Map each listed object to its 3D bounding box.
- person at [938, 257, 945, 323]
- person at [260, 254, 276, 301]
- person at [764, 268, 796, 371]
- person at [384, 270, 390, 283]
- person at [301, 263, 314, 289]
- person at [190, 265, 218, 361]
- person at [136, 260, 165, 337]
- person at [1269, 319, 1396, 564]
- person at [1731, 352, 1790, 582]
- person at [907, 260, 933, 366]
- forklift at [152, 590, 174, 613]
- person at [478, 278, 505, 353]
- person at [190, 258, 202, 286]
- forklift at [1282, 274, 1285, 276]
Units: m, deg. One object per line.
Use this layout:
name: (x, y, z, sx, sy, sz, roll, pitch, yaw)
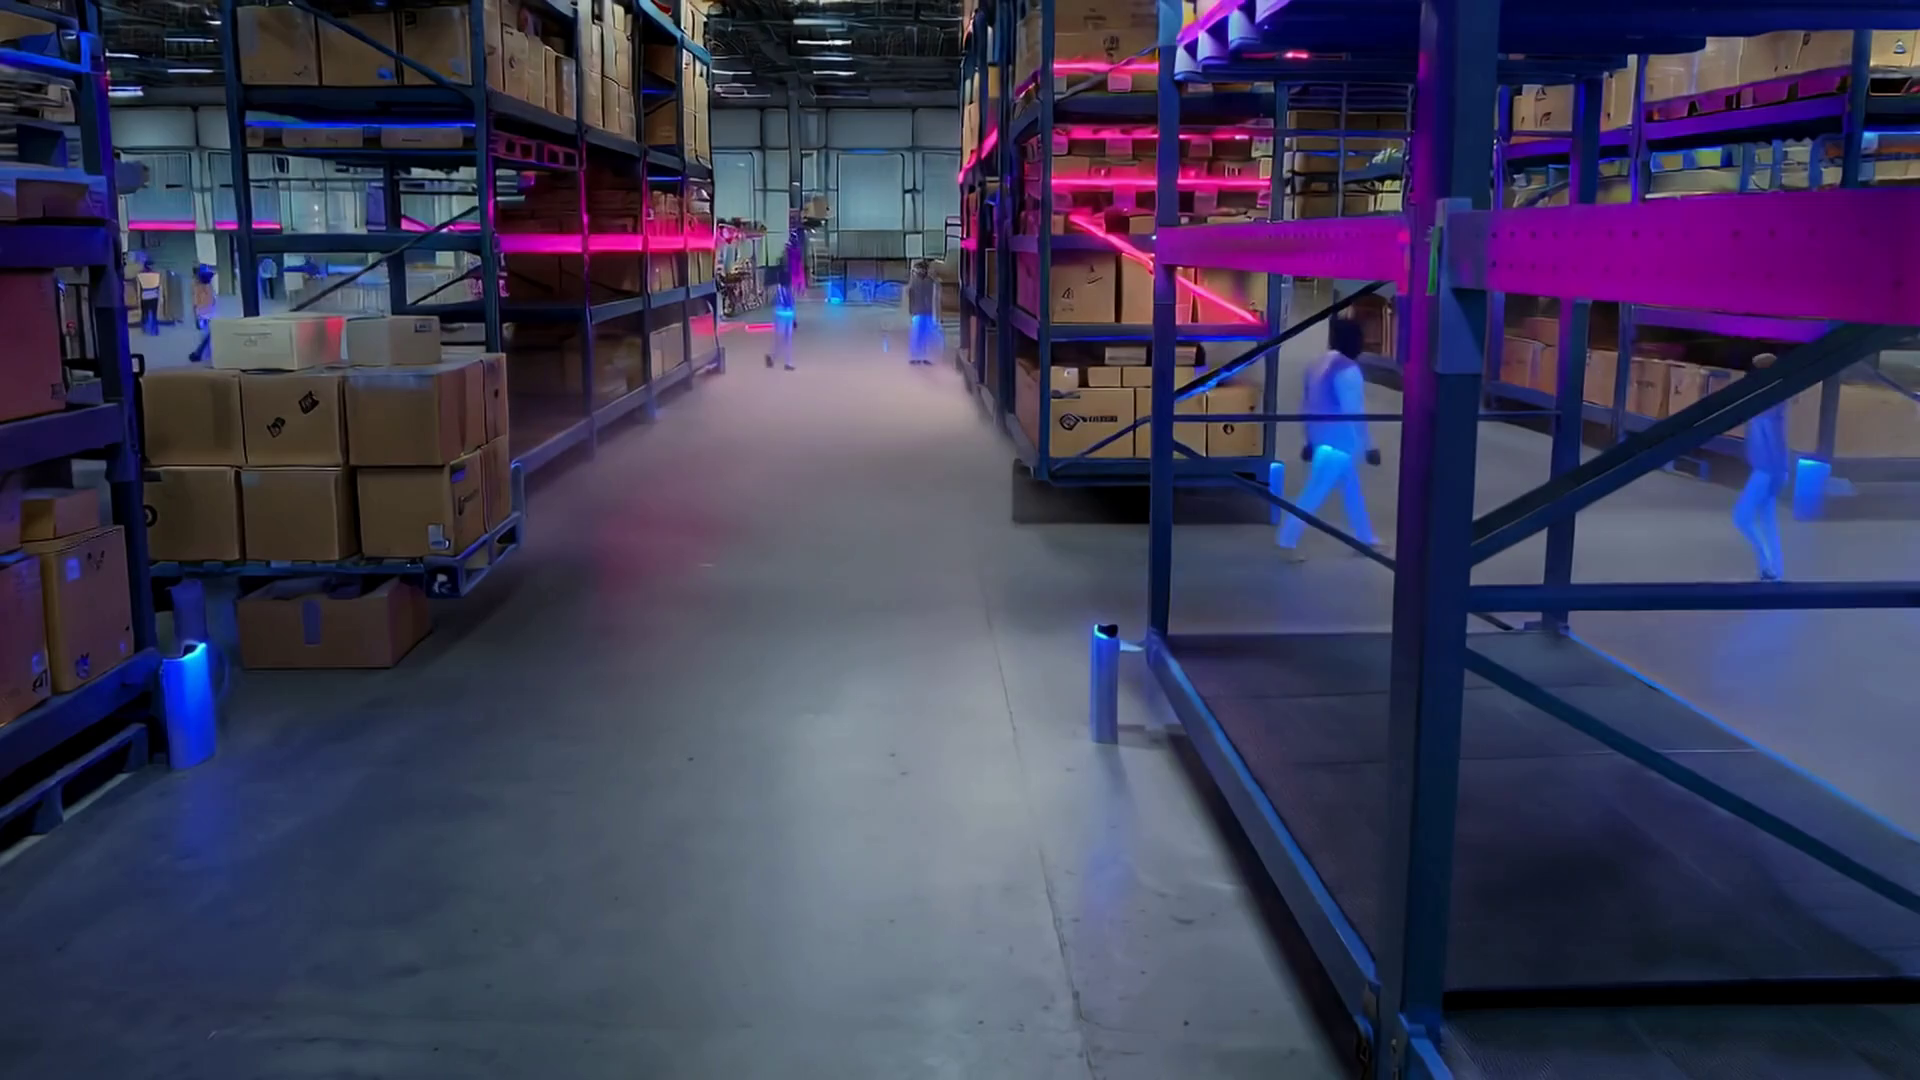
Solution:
person: (-0.305, -7.226, 48.038, 0.608, 1.926, 0.645, 0, 10, 3)
person: (-27.402, -10.462, 65.879, 0.612, 1.991, 0.392, -2, 10, -9)
person: (-3.255, -4.011, 30.295, 0.597, 1.863, 0.662, -10, 14, -44)
person: (-18.808, -8.372, 55.057, 0.318, 1.697, 0.533, 4, 11, 21)
person: (-15.467, -5.647, 39.472, 0.549, 1.843, 0.697, 7, 12, 35)
person: (-14.040, -4.150, 30.928, 0.788, 1.916, 0.559, 2, 10, 13)
person: (-20.011, -5.977, 41.146, 0.616, 1.893, 0.723, -5, 11, -25)
person: (2.732, -0.713, 12.155, 1.013, 1.791, 0.625, -1, 10, -4)
person: (5.380, -0.449, 11.133, 0.397, 1.617, 0.527, 3, 11, 18)
person: (-0.750, -4.294, 31.506, 0.383, 1.996, 0.609, 9, 14, 42)
forklift: (-5.858, -0.811, 9.639, 1.873, 2.768, 1.129, -1, 10, -3)
person: (-9.610, -4.743, 34.173, 0.542, 1.938, 0.358, -5, 11, -25)
person: (-24.042, -7.992, 52.562, 0.569, 1.840, 0.401, 1, 10, 3)
forklift: (12.240, -10.302, 62.509, 1.129, 2.768, 1.873, 0, 10, -2)
